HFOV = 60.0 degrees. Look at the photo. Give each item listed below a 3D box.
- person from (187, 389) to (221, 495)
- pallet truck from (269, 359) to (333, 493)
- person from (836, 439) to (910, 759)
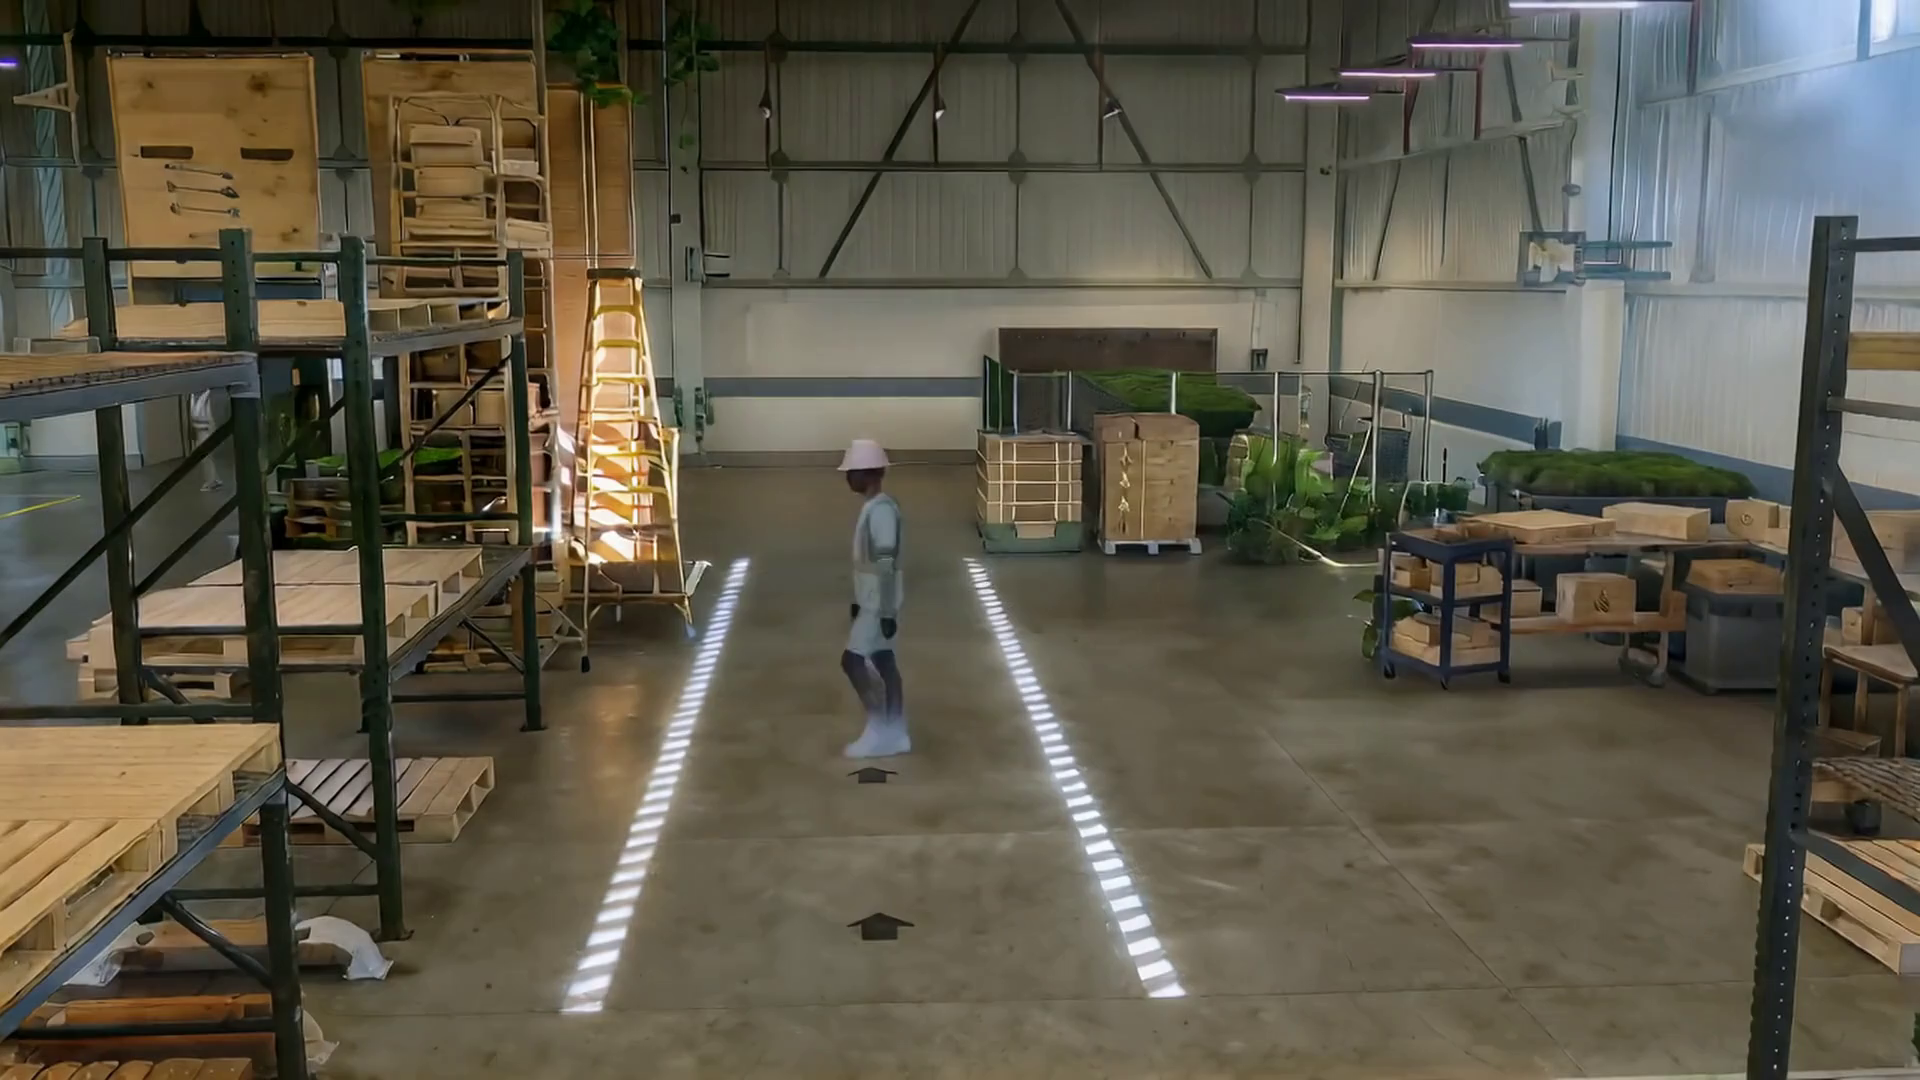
[{"bbox_3d":[-9.999,-1.396,21.845,0.539,1.614,0.605,6,11,35],"label":"person"},{"bbox_3d":[-7.062,-1.131,18.996,1.885,1.965,0.823,2,9,13],"label":"pallet truck"},{"bbox_3d":[-0.544,0.356,9.904,0.574,1.913,0.567,-1,9,-9],"label":"person"}]
